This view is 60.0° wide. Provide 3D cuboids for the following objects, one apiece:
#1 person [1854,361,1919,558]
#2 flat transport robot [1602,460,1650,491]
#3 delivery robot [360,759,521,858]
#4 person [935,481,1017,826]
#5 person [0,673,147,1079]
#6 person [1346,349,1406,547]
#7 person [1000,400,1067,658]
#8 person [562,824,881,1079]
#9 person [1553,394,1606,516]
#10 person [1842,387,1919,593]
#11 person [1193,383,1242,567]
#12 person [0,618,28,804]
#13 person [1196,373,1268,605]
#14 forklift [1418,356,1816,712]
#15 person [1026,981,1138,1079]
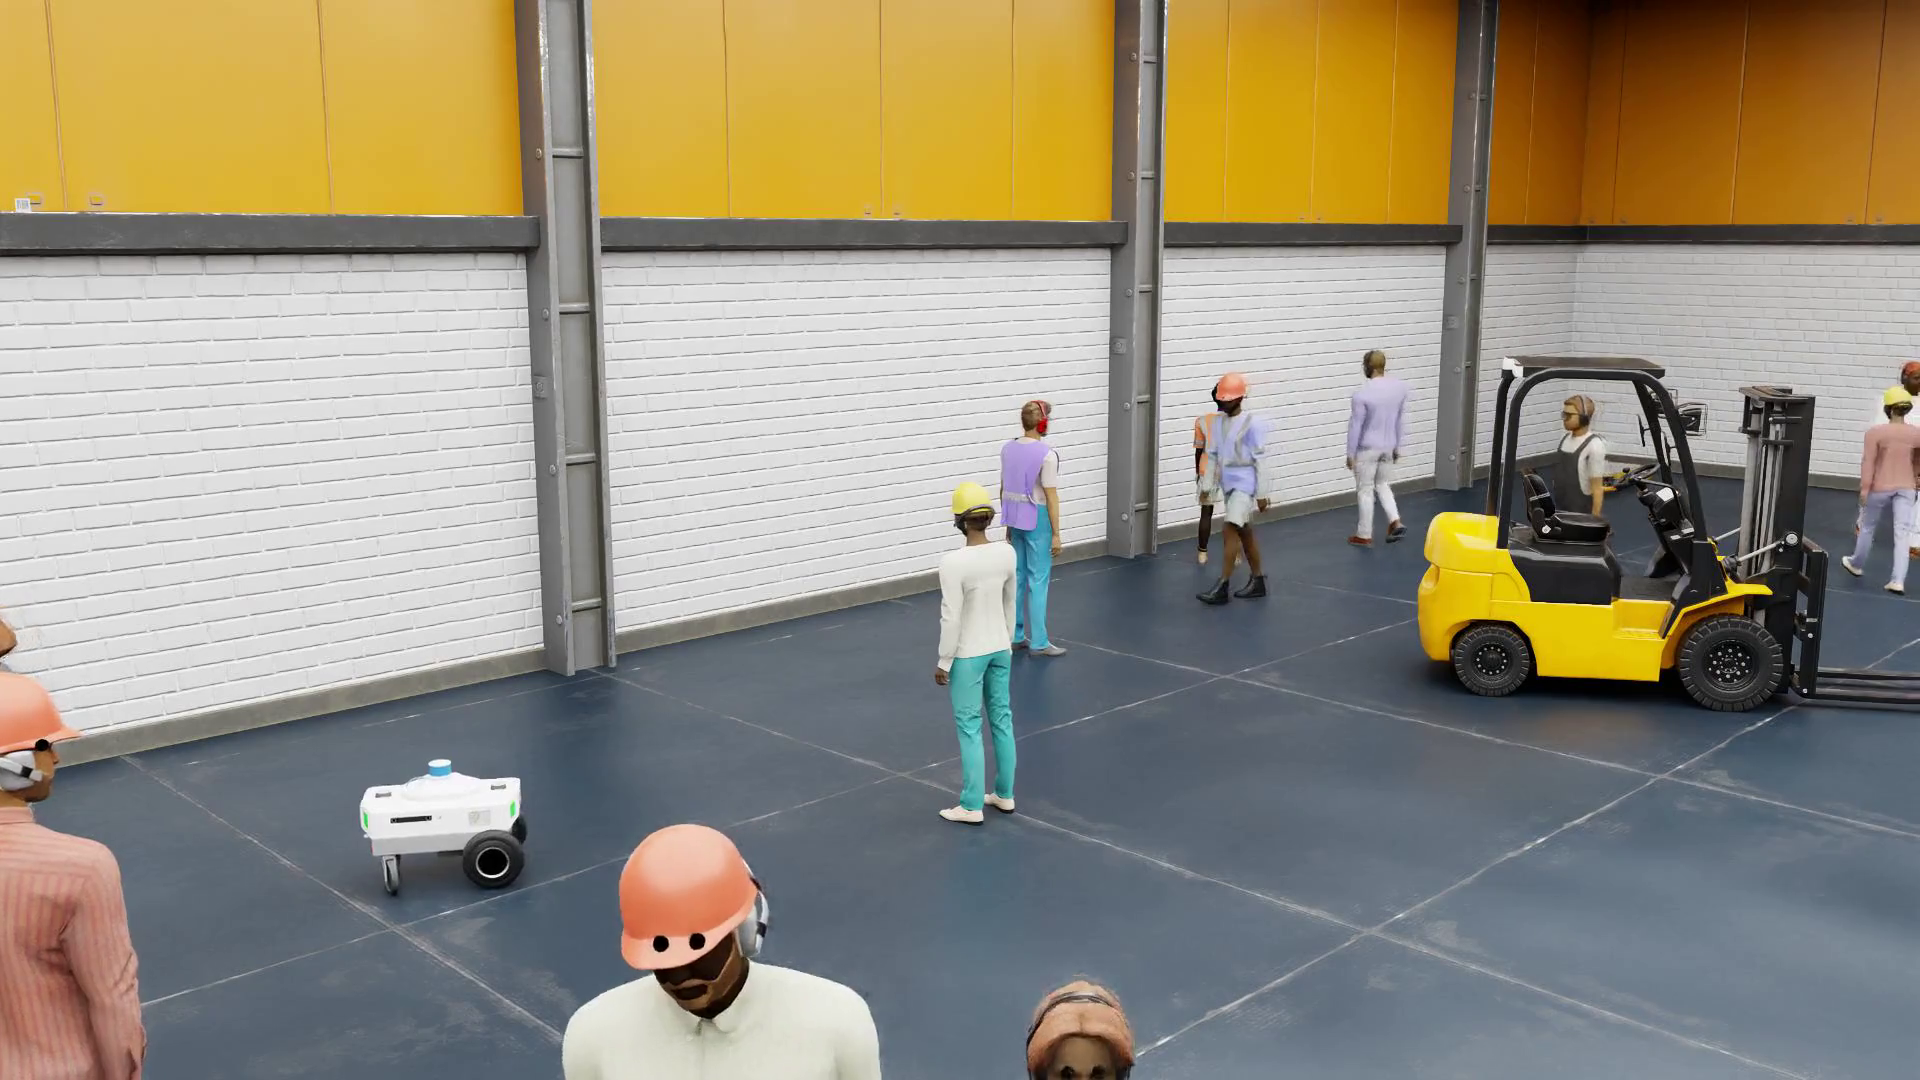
[{"bbox_3d":[8.928,-0.794,15.862,0.592,1.851,0.970,-1,10,-6],"label":"person"},{"bbox_3d":[7.755,-0.784,20.048,0.652,0.197,1.431,9,13,39],"label":"flat transport robot"},{"bbox_3d":[-2.428,1.274,7.798,0.707,0.478,0.477,-2,11,-12],"label":"delivery robot"},{"bbox_3d":[0.074,0.578,8.548,0.530,1.765,0.326,-10,14,-43],"label":"person"},{"bbox_3d":[-2.240,1.299,3.996,0.612,1.991,0.392,1,10,4],"label":"person"},{"bbox_3d":[3.983,-0.864,15.956,0.652,1.928,0.519,-6,12,-28],"label":"person"},{"bbox_3d":[0.498,-0.077,11.903,0.375,1.842,0.579,-8,13,-37],"label":"person"},{"bbox_3d":[-0.430,1.448,3.276,0.636,1.961,0.642,0,10,1],"label":"person"},{"bbox_3d":[4.704,-0.196,12.599,0.606,1.829,0.513,-2,11,-10],"label":"person"},{"bbox_3d":[7.934,-0.449,14.235,0.548,1.716,0.911,1,10,7],"label":"person"},{"bbox_3d":[2.384,-0.598,15.172,0.532,1.691,0.321,4,11,19],"label":"person"},{"bbox_3d":[-3.733,1.034,6.459,0.568,1.624,0.507,-4,11,-20],"label":"person"},{"bbox_3d":[2.188,-0.425,13.666,0.873,1.883,0.543,-5,12,-26],"label":"person"},{"bbox_3d":[4.276,-0.101,11.076,2.313,2.155,1.214,2,11,13],"label":"forklift"},{"bbox_3d":[0.223,1.619,3.245,0.530,1.626,0.414,0,10,1],"label":"person"}]
